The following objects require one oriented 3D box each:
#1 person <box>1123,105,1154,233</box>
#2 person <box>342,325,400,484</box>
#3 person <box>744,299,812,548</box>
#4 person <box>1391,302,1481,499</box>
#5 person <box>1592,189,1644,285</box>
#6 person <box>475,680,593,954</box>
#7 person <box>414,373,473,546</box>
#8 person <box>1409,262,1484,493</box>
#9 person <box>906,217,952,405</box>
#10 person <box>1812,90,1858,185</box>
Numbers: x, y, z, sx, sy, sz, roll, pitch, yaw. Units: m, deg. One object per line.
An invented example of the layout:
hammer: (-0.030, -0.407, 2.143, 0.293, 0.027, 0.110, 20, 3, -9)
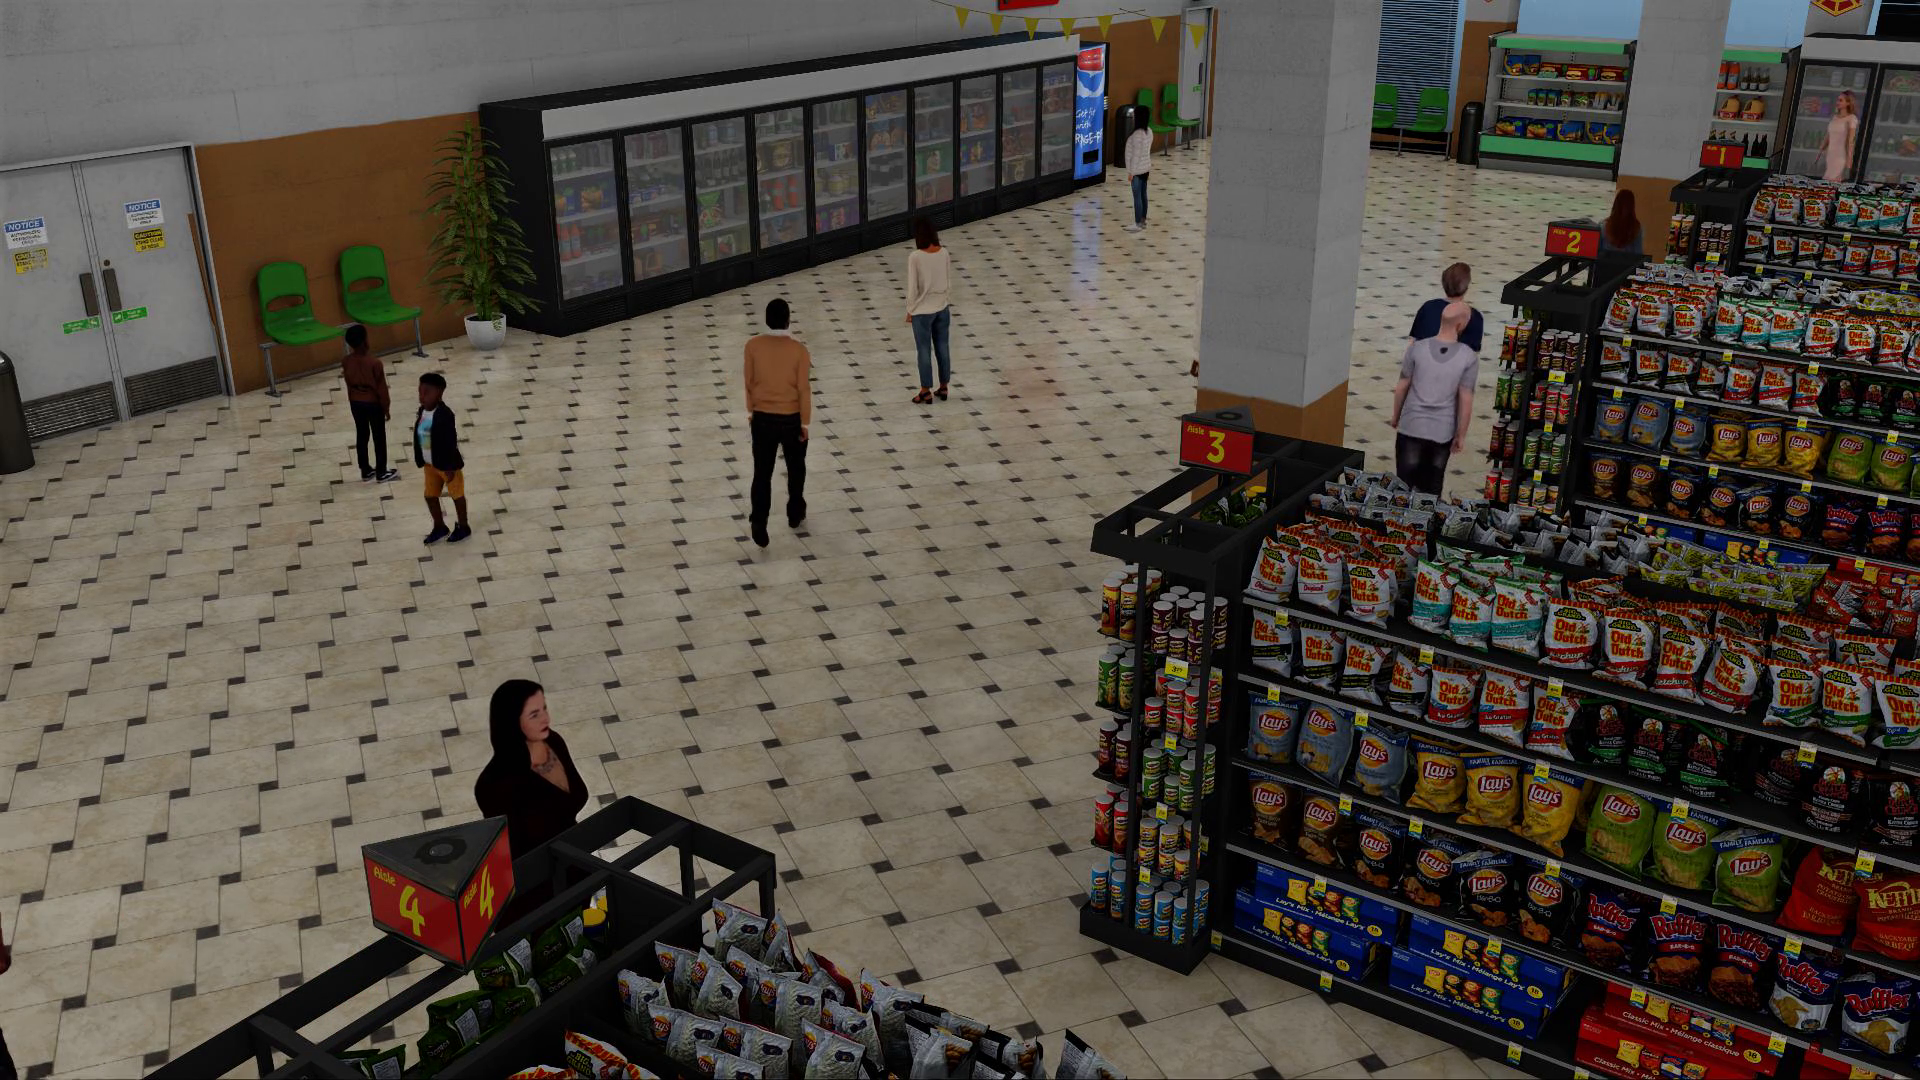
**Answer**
person: (2.396, -4.954, 22.149, 0.582, 1.638, 0.640, 11, 24, 25)
person: (-4.637, -1.067, 12.991, 0.511, 1.253, 0.632, 5, 22, 13)
person: (-1.309, -0.820, 11.722, 1.134, 1.741, 1.059, 2, 22, 5)
person: (3.188, -0.702, 11.365, 1.227, 1.789, 1.035, 5, 22, 11)
person: (6.251, -2.459, 15.907, 1.123, 1.661, 1.042, 2, 22, 6)
person: (-1.629, 1.324, 6.365, 0.740, 1.757, 0.749, 5, 22, 11)
person: (-3.624, -0.593, 11.803, 0.525, 1.260, 0.604, 10, 24, 24)
person: (3.517, -1.093, 12.252, 0.608, 1.853, 0.730, 14, 26, 32)
person: (-0.266, -2.050, 14.866, 0.683, 1.680, 0.665, -14, 26, -32)
person: (11.738, -5.019, 22.109, 1.148, 1.788, 1.060, -3, 22, -7)
